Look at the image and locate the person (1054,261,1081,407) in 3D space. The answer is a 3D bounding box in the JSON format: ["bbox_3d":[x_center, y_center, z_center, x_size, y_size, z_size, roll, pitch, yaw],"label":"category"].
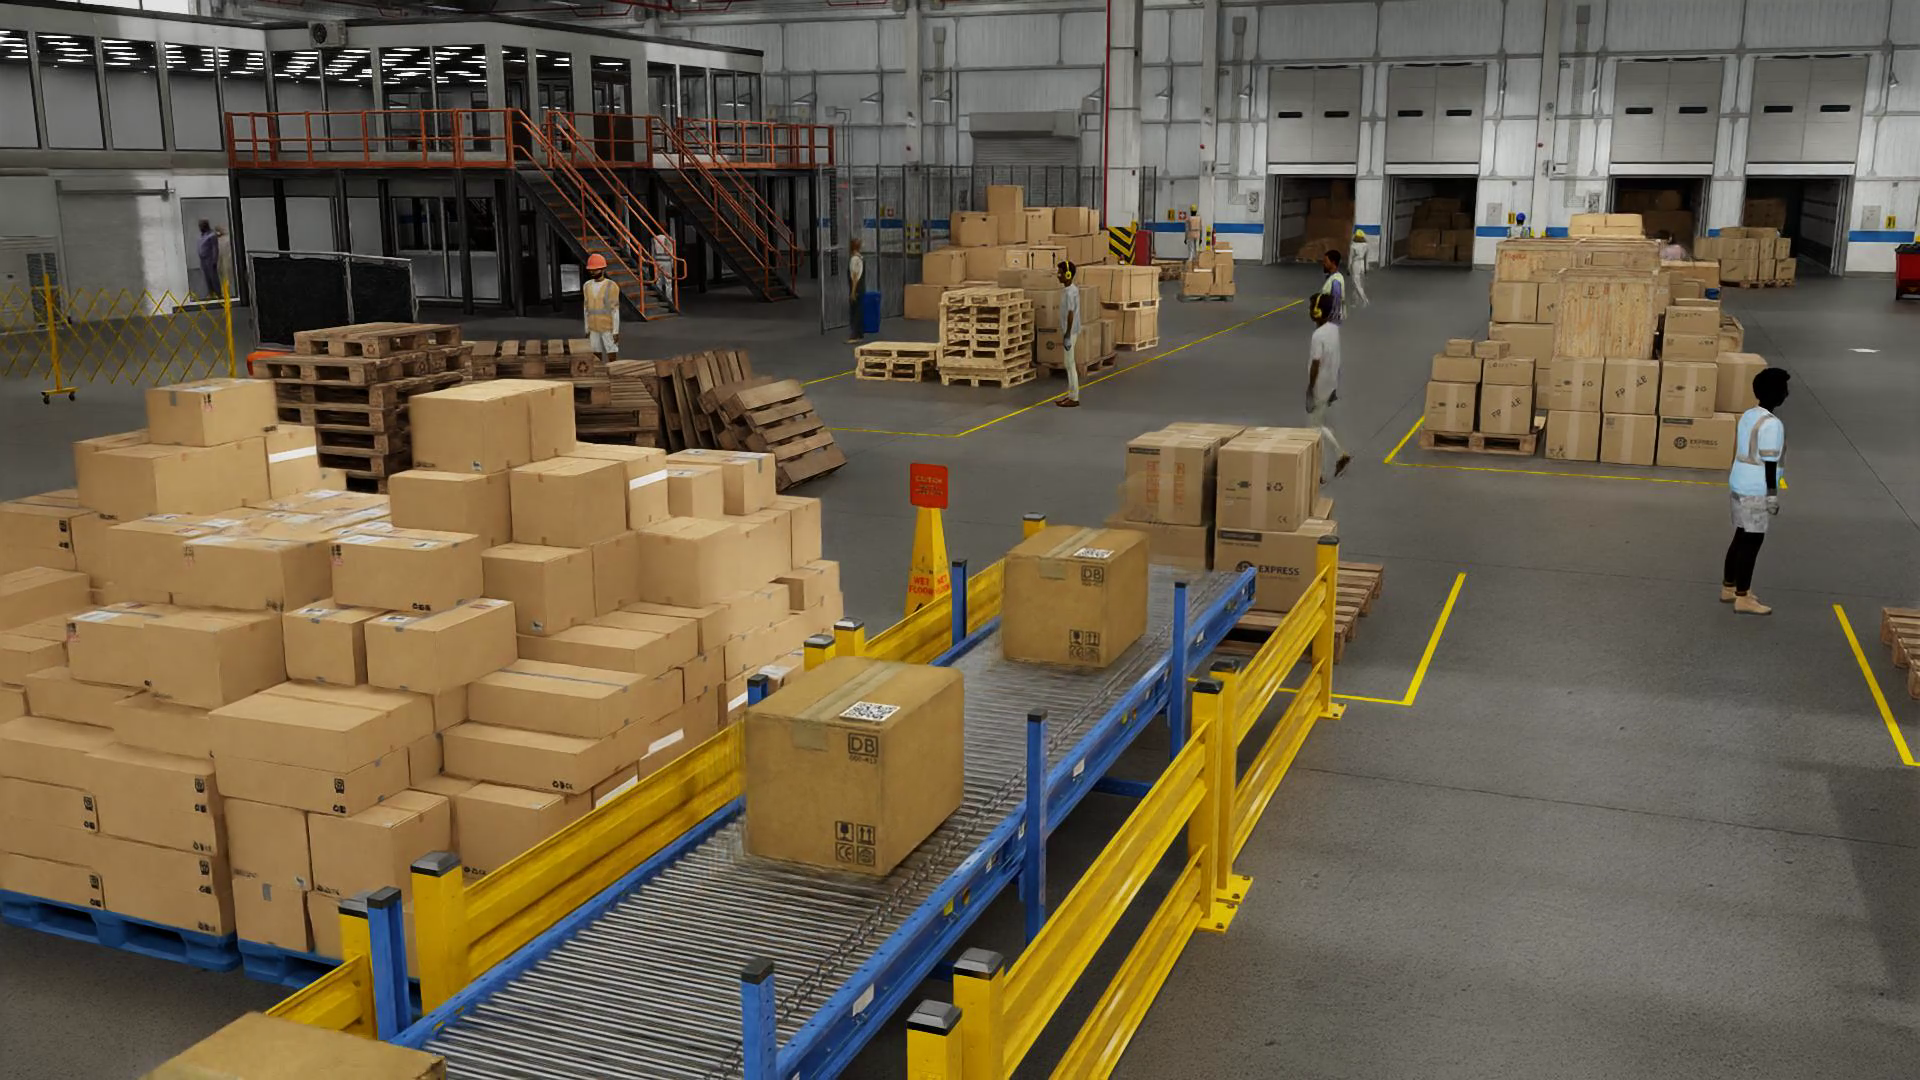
[{"bbox_3d":[1.381,-2.631,21.310,0.329,1.862,0.504,1,13,5],"label":"person"}]

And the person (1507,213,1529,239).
[{"bbox_3d":[13.876,-7.148,41.357,0.386,1.948,0.601,-11,17,-41],"label":"person"}]

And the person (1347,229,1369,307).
[{"bbox_3d":[8.793,-5.974,36.607,0.493,1.714,0.752,-6,14,-25],"label":"person"}]

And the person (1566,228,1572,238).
[{"bbox_3d":[16.043,-7.494,43.152,0.634,1.841,0.429,11,16,40],"label":"person"}]

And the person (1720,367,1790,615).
[{"bbox_3d":[5.462,-0.340,11.413,0.319,1.693,0.535,2,13,8],"label":"person"}]

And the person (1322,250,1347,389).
[{"bbox_3d":[5.150,-3.044,23.012,0.391,1.920,0.587,1,13,6],"label":"person"}]

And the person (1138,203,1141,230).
[{"bbox_3d":[5.614,-9.815,53.209,0.378,1.996,0.610,-4,13,-18],"label":"person"}]

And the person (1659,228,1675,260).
[{"bbox_3d":[13.195,-4.909,31.366,0.499,1.923,0.633,-3,13,-15],"label":"person"}]

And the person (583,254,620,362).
[{"bbox_3d":[-4.719,-2.785,21.851,0.541,1.928,0.398,5,14,23],"label":"person"}]

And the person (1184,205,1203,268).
[{"bbox_3d":[7.146,-9.269,50.913,0.587,1.930,0.363,-3,13,-15],"label":"person"}]

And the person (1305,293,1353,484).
[{"bbox_3d":[3.492,-1.438,15.949,0.460,1.855,0.557,9,15,35],"label":"person"}]

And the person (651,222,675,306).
[{"bbox_3d":[-6.440,-5.970,36.211,0.573,1.887,0.355,6,14,27],"label":"person"}]

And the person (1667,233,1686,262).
[{"bbox_3d":[13.875,-5.111,32.595,0.627,1.796,0.979,-1,13,-4],"label":"person"}]

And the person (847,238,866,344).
[{"bbox_3d":[-1.808,-4.331,28.956,0.326,1.843,0.515,2,13,10],"label":"person"}]
